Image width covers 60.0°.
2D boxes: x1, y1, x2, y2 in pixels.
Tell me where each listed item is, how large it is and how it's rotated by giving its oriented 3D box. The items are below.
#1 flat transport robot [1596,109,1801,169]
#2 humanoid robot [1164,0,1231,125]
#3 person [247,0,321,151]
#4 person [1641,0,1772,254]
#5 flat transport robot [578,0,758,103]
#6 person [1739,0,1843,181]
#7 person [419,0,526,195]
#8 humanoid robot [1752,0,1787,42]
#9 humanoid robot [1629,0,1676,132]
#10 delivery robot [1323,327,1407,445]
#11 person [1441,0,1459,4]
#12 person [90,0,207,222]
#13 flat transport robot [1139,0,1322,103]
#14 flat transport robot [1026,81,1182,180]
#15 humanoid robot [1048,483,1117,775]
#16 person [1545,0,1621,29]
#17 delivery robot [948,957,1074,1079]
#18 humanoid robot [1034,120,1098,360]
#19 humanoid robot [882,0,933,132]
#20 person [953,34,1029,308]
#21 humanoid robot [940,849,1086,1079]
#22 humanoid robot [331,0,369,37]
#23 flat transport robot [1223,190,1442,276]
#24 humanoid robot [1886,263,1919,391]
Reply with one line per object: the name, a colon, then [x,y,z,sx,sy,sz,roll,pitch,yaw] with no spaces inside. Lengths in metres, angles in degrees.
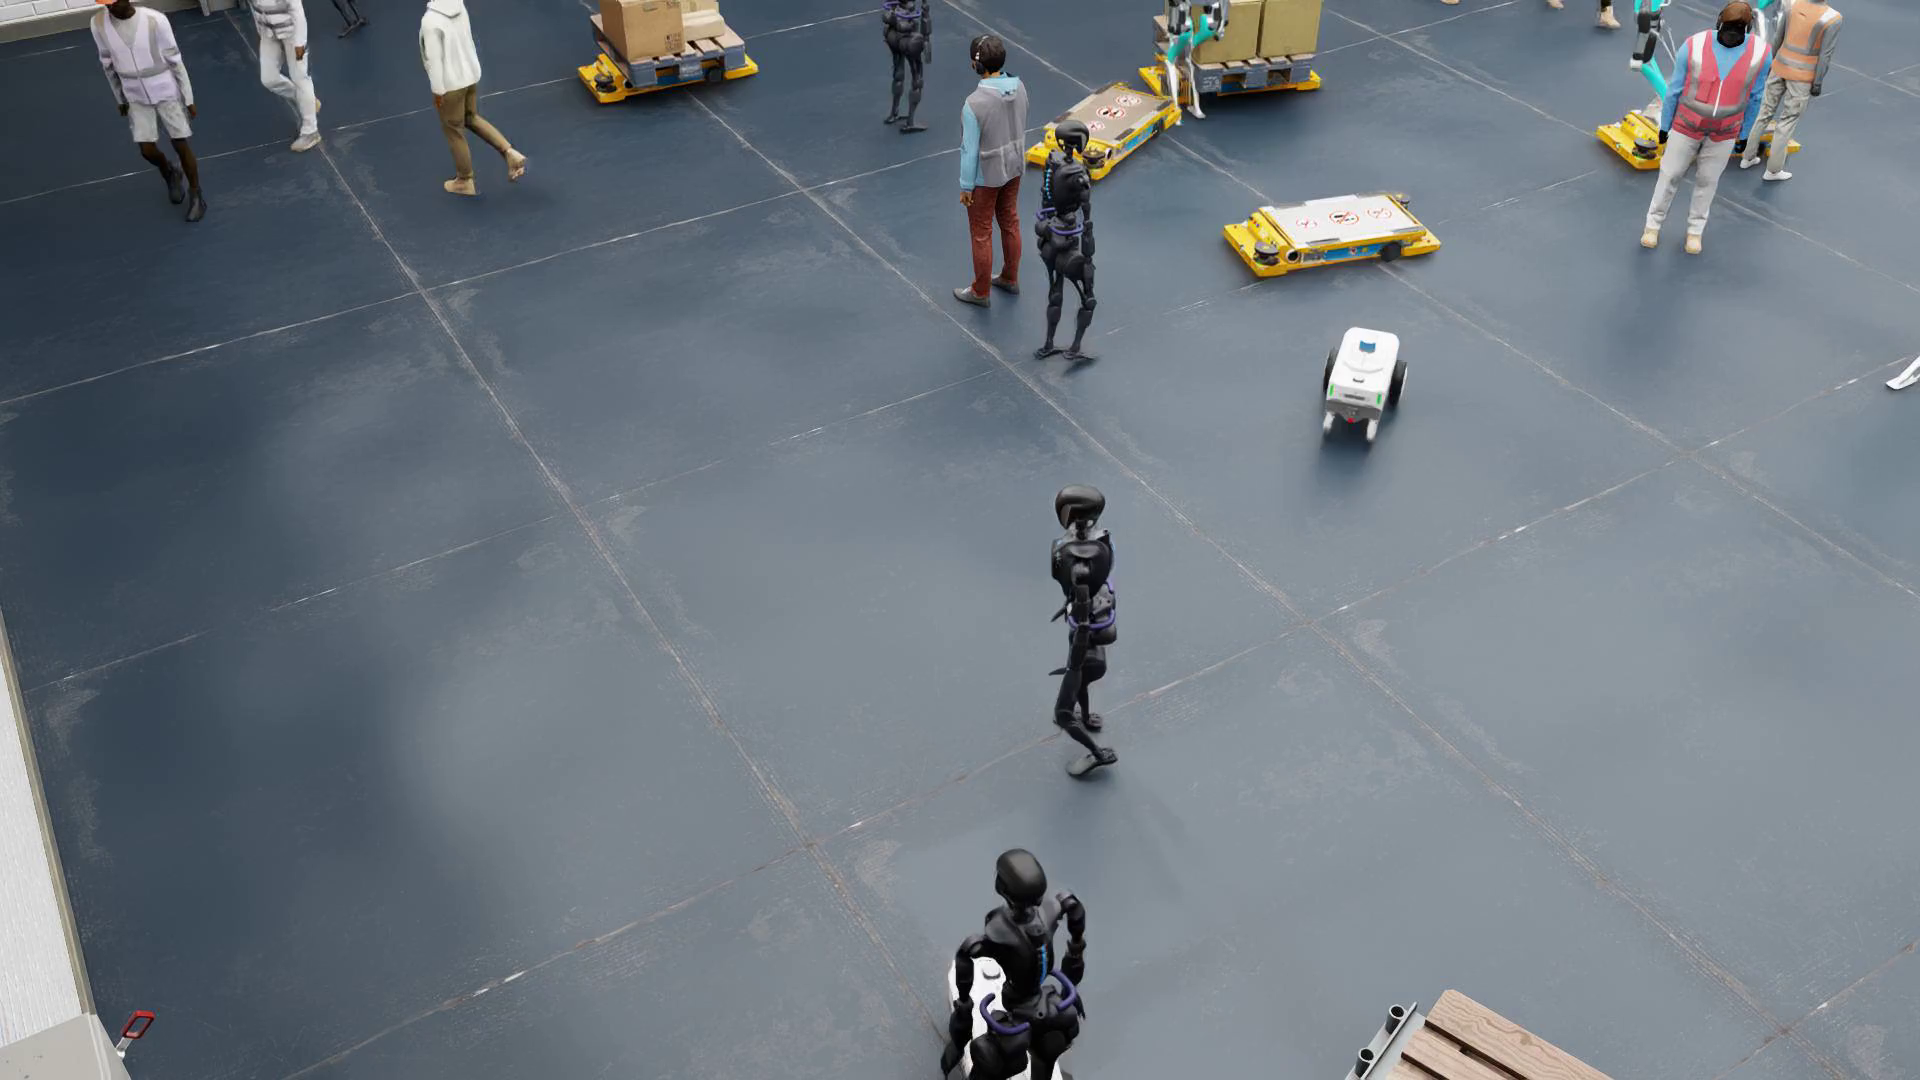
flat transport robot: [5.964,-3.273,13.421,1.431,0.231,0.659,-8,39,-10]
humanoid robot: [1.865,-4.226,13.440,0.534,1.787,0.688,-9,39,-11]
person: [-5.308,-3.969,13.012,0.570,1.869,0.435,14,40,17]
person: [5.237,-2.892,11.688,0.630,1.837,0.431,11,40,13]
flat transport robot: [-2.551,-4.139,14.514,1.431,0.231,0.659,-17,42,-21]
person: [6.347,-3.543,12.665,0.313,1.633,0.514,-16,41,-20]
person: [-3.687,-3.381,12.361,0.574,1.755,0.527,12,40,15]
humanoid robot: [7.137,-4.912,14.300,0.530,1.786,0.627,-4,39,-4]
humanoid robot: [5.559,-3.824,12.980,0.801,1.805,0.530,16,41,19]
delivery robot: [2.500,-1.003,10.341,0.499,0.612,0.805,13,40,15]
person: [4.802,-6.013,15.579,0.586,1.882,0.343,-26,45,-29]
person: [-5.839,-3.213,12.016,0.561,1.918,0.486,-6,39,-7]
flat transport robot: [2.335,-4.048,14.399,1.431,0.231,0.659,-9,39,-11]
flat transport robot: [1.188,-3.337,13.503,0.659,0.231,1.431,22,44,26]
humanoid robot: [0.581,0.416,7.640,0.352,1.642,0.601,2,38,2]
person: [5.819,-5.585,15.221,0.540,1.641,0.908,-14,40,-16]
delivery robot: [0.176,2.008,6.523,0.499,0.589,0.785,-7,39,-9]
humanoid robot: [0.689,-1.899,10.552,0.372,1.656,0.613,-18,42,-21]
humanoid robot: [-0.432,-4.110,13.342,0.328,1.652,0.600,-24,44,-28]
person: [0.222,-2.426,11.065,0.534,1.873,0.415,-31,48,-33]
humanoid robot: [0.218,1.725,5.980,0.586,1.645,0.339,-22,43,-25]
humanoid robot: [-5.674,-5.410,14.981,0.401,1.645,0.589,-28,46,-30]
flat transport robot: [2.711,-2.235,12.112,1.431,0.231,0.659,-10,39,-12]
humanoid robot: [6.419,-1.777,10.389,1.019,1.773,0.535,-19,42,-23]
